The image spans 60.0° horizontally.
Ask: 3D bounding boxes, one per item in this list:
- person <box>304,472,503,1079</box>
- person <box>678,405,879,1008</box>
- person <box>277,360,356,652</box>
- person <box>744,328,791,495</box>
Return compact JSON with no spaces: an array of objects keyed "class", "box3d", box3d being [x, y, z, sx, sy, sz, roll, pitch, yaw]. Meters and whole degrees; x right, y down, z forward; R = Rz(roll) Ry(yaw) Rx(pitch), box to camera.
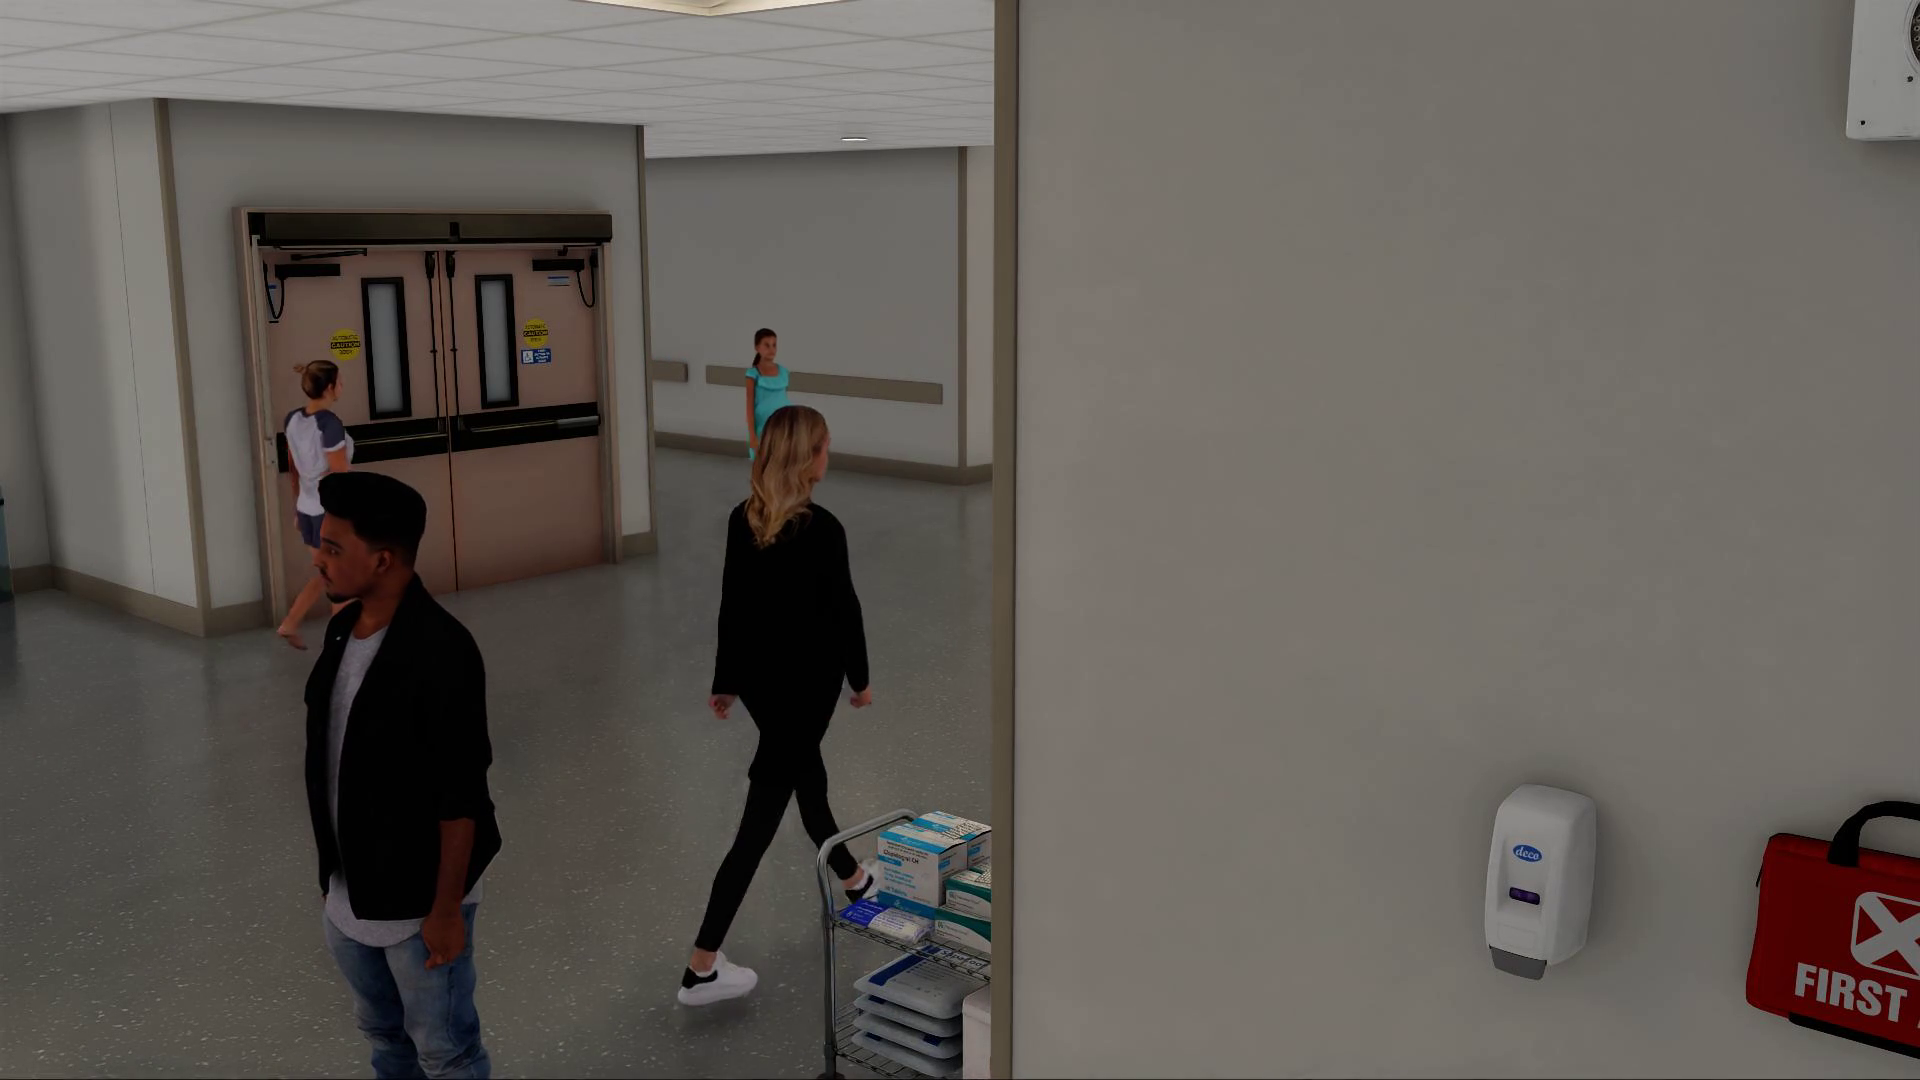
[{"class":"person","box3d":[-1.245,0.724,3.757,0.684,1.804,0.582,10,14,41]},{"class":"person","box3d":[-0.592,0.535,4.917,0.667,1.743,1.234,10,14,42]},{"class":"person","box3d":[-3.397,-0.126,8.752,0.584,1.613,0.678,7,13,34]},{"class":"person","box3d":[-1.491,-0.832,12.654,0.716,1.544,0.710,-8,13,-35]}]
